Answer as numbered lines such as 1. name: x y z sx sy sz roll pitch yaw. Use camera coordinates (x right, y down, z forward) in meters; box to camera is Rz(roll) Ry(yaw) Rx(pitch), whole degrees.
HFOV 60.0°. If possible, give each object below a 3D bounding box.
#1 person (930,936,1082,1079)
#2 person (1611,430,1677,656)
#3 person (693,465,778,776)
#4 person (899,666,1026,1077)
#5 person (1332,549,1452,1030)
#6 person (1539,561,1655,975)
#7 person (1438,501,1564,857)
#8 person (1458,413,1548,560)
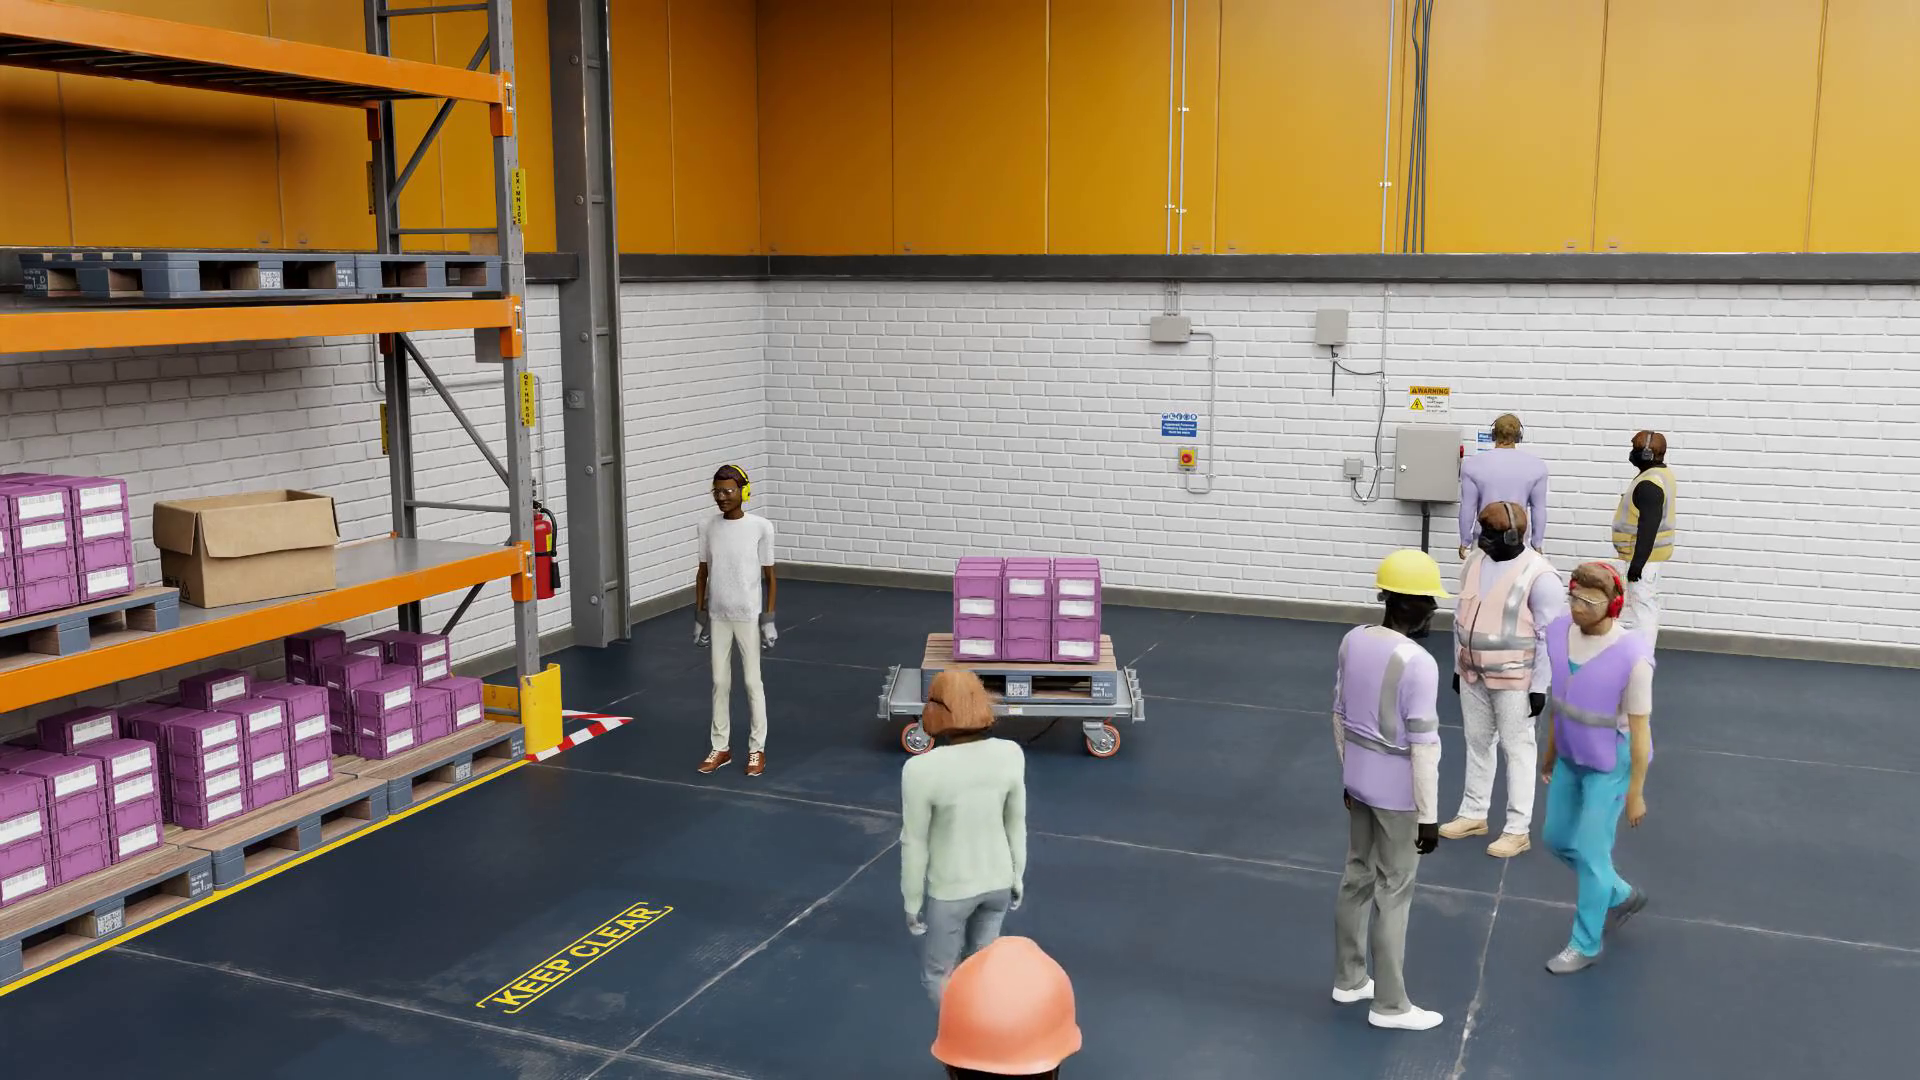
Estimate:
1. person: 0.073 1.614 2.823 0.551 1.932 0.377 1 9 7
2. person: 4.991 0.117 12.180 0.429 1.845 0.622 5 11 28
3. person: -1.346 0.476 9.916 0.532 1.870 0.316 2 10 13
4. person: 0.052 1.265 5.915 0.509 1.621 0.549 -5 11 -28
5. person: 1.728 0.986 6.655 0.373 1.923 0.593 -3 10 -20
6. person: 2.772 0.964 7.149 0.604 1.816 0.619 -4 10 -20
7. person: 2.783 0.708 8.606 0.429 1.840 0.627 -5 11 -28
8. person: 4.078 0.009 12.535 0.635 1.938 0.359 2 10 13
